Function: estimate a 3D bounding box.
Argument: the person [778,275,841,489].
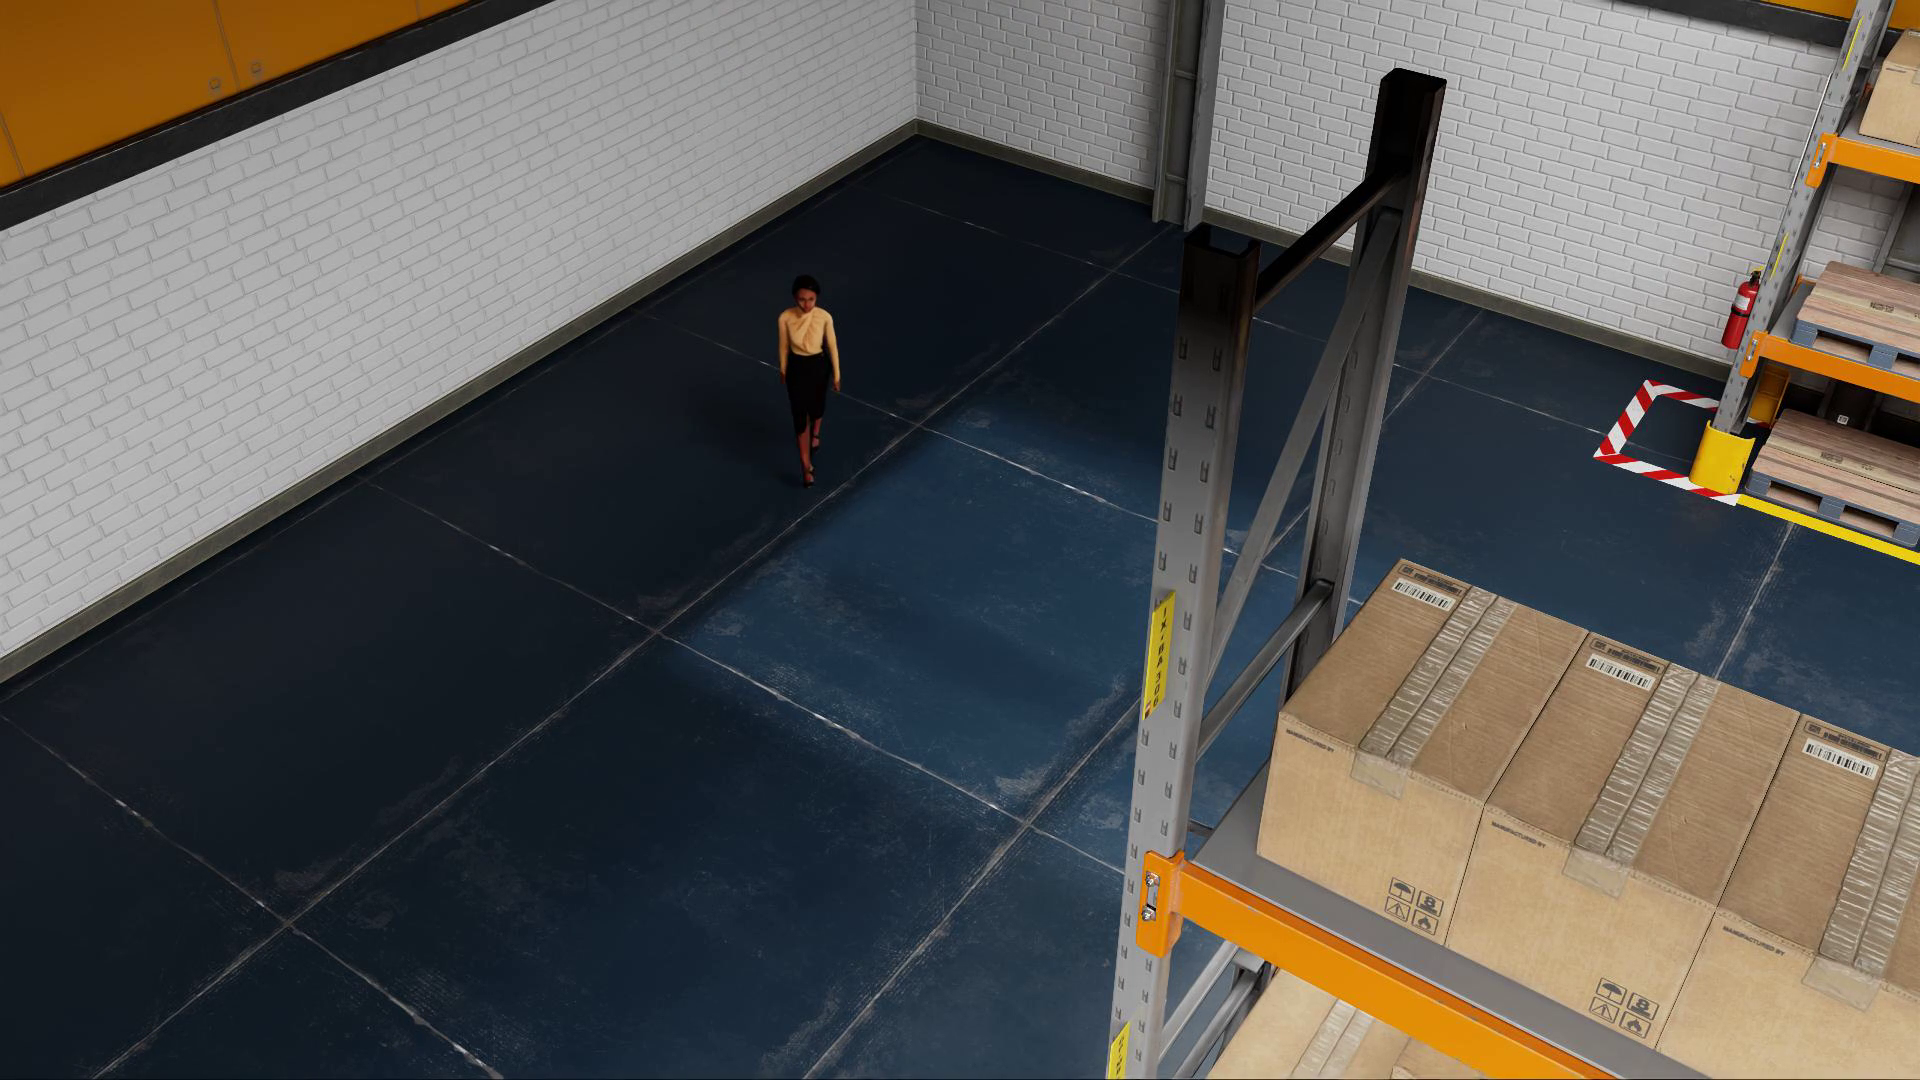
[{"bbox_3d":[-1.121,-1.260,12.311,0.990,1.624,1.024,-4,39,-5],"label":"person"}]
